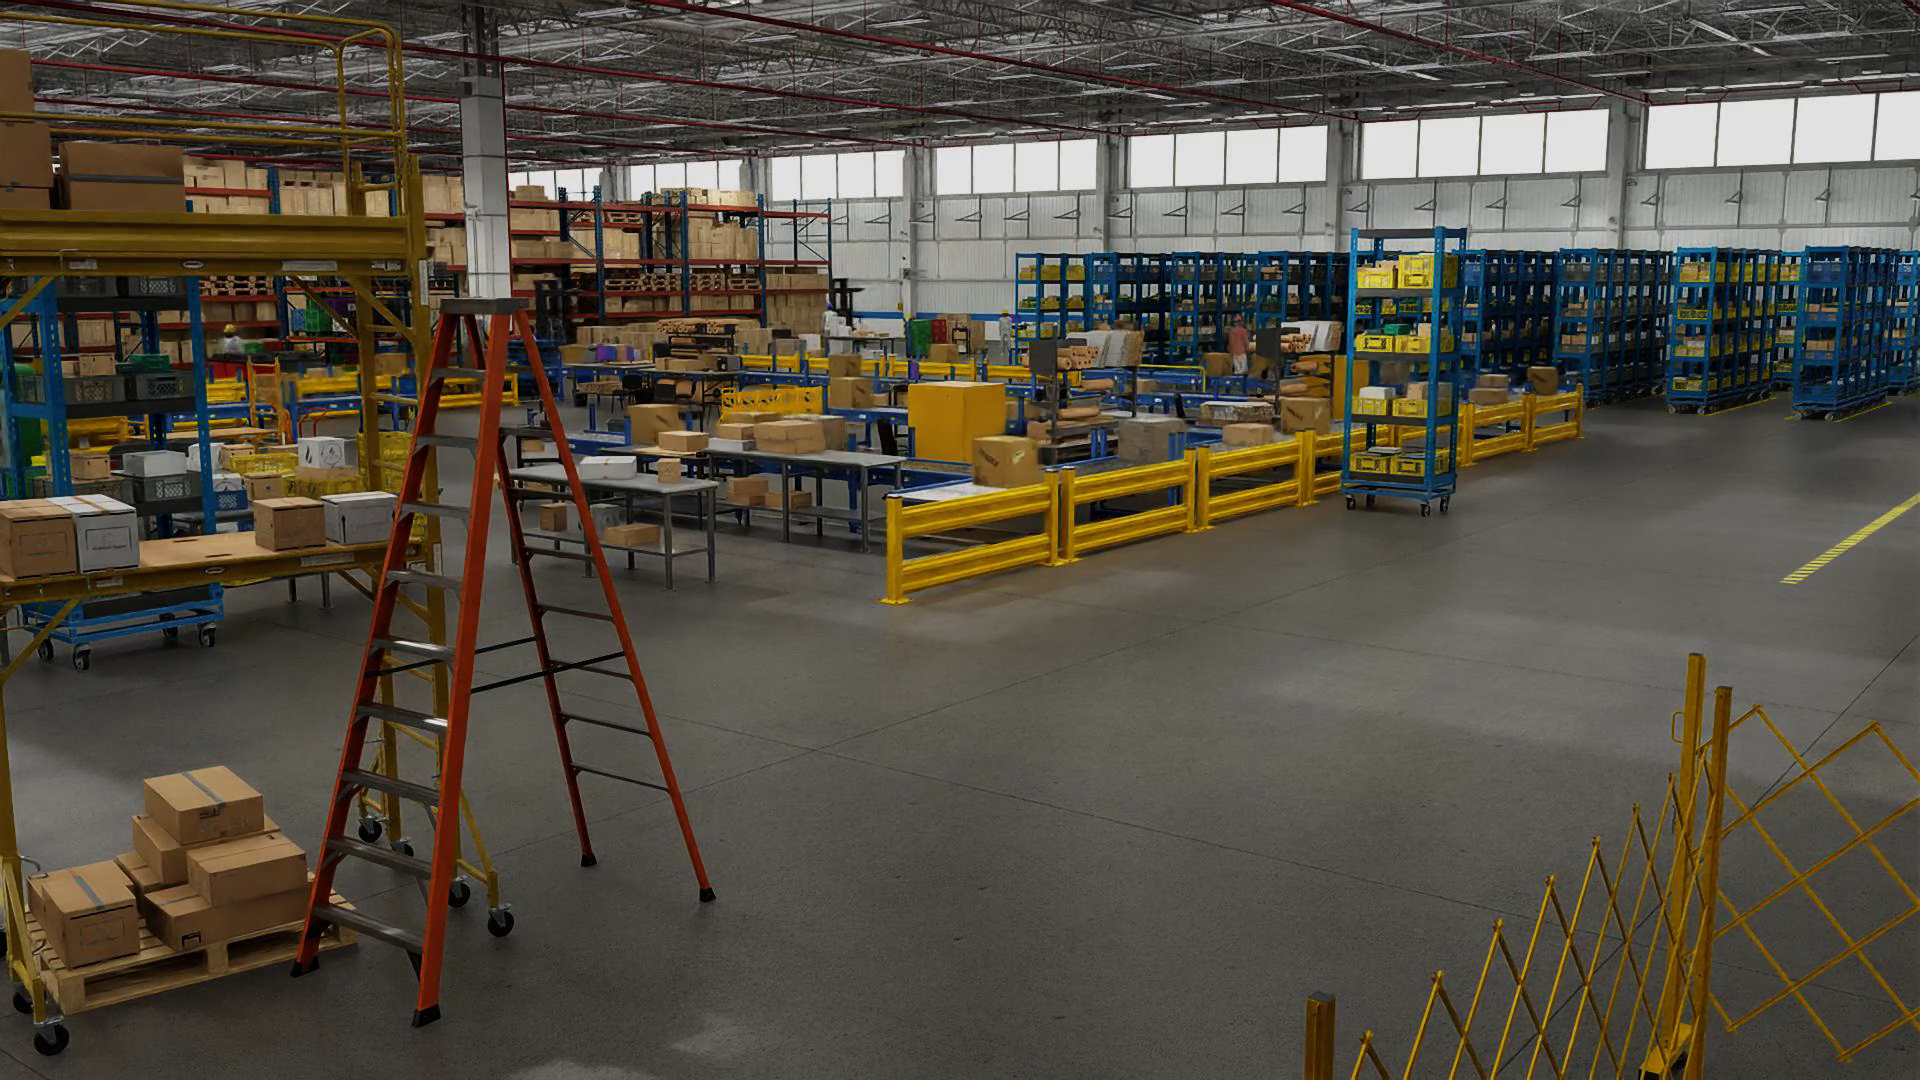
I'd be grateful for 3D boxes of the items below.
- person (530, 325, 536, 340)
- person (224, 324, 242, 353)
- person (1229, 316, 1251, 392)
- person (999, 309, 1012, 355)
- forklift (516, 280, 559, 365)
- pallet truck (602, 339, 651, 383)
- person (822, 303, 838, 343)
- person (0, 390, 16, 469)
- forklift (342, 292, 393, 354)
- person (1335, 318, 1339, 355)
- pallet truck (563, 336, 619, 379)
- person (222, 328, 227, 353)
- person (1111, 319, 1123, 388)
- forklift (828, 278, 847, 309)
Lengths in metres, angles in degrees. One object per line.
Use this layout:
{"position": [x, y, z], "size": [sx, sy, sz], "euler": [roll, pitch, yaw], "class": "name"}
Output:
{"position": [-11.275, -4.828, 43.898], "size": [0.324, 1.689, 0.545], "euler": [-4, 10, -26], "class": "person"}
{"position": [-17.923, -4.450, 41.171], "size": [0.601, 1.807, 0.808], "euler": [7, 11, 36], "class": "person"}
{"position": [7.168, -4.780, 42.782], "size": [0.666, 1.940, 0.599], "euler": [8, 12, 39], "class": "person"}
{"position": [1.687, -7.726, 61.825], "size": [0.486, 1.733, 0.361], "euler": [1, 9, 9], "class": "person"}
{"position": [-13.274, -6.952, 53.421], "size": [1.873, 2.768, 1.129], "euler": [3, 10, 21], "class": "forklift"}
{"position": [-8.991, -4.871, 45.351], "size": [0.653, 1.274, 1.630], "euler": [7, 11, 37], "class": "pallet truck"}
{"position": [-4.911, -8.065, 63.334], "size": [0.623, 1.919, 0.760], "euler": [1, 9, 7], "class": "person"}
{"position": [-12.236, -1.272, 21.178], "size": [0.371, 1.842, 0.582], "euler": [-2, 9, -13], "class": "person"}
{"position": [-16.485, -5.622, 45.120], "size": [1.129, 2.768, 1.873], "euler": [7, 11, 37], "class": "forklift"}
{"position": [10.929, -5.482, 47.577], "size": [0.585, 1.807, 0.837], "euler": [7, 12, 39], "class": "person"}
{"position": [-10.690, -5.294, 48.215], "size": [1.601, 1.201, 0.680], "euler": [-5, 10, -26], "class": "pallet truck"}
{"position": [-19.691, -4.903, 44.580], "size": [0.712, 1.612, 0.500], "euler": [-8, 12, -40], "class": "person"}
{"position": [3.916, -4.567, 41.588], "size": [0.663, 1.898, 0.415], "euler": [-5, 10, -30], "class": "person"}
{"position": [-5.237, -9.761, 70.953], "size": [1.873, 2.768, 1.129], "euler": [7, 11, 37], "class": "forklift"}
